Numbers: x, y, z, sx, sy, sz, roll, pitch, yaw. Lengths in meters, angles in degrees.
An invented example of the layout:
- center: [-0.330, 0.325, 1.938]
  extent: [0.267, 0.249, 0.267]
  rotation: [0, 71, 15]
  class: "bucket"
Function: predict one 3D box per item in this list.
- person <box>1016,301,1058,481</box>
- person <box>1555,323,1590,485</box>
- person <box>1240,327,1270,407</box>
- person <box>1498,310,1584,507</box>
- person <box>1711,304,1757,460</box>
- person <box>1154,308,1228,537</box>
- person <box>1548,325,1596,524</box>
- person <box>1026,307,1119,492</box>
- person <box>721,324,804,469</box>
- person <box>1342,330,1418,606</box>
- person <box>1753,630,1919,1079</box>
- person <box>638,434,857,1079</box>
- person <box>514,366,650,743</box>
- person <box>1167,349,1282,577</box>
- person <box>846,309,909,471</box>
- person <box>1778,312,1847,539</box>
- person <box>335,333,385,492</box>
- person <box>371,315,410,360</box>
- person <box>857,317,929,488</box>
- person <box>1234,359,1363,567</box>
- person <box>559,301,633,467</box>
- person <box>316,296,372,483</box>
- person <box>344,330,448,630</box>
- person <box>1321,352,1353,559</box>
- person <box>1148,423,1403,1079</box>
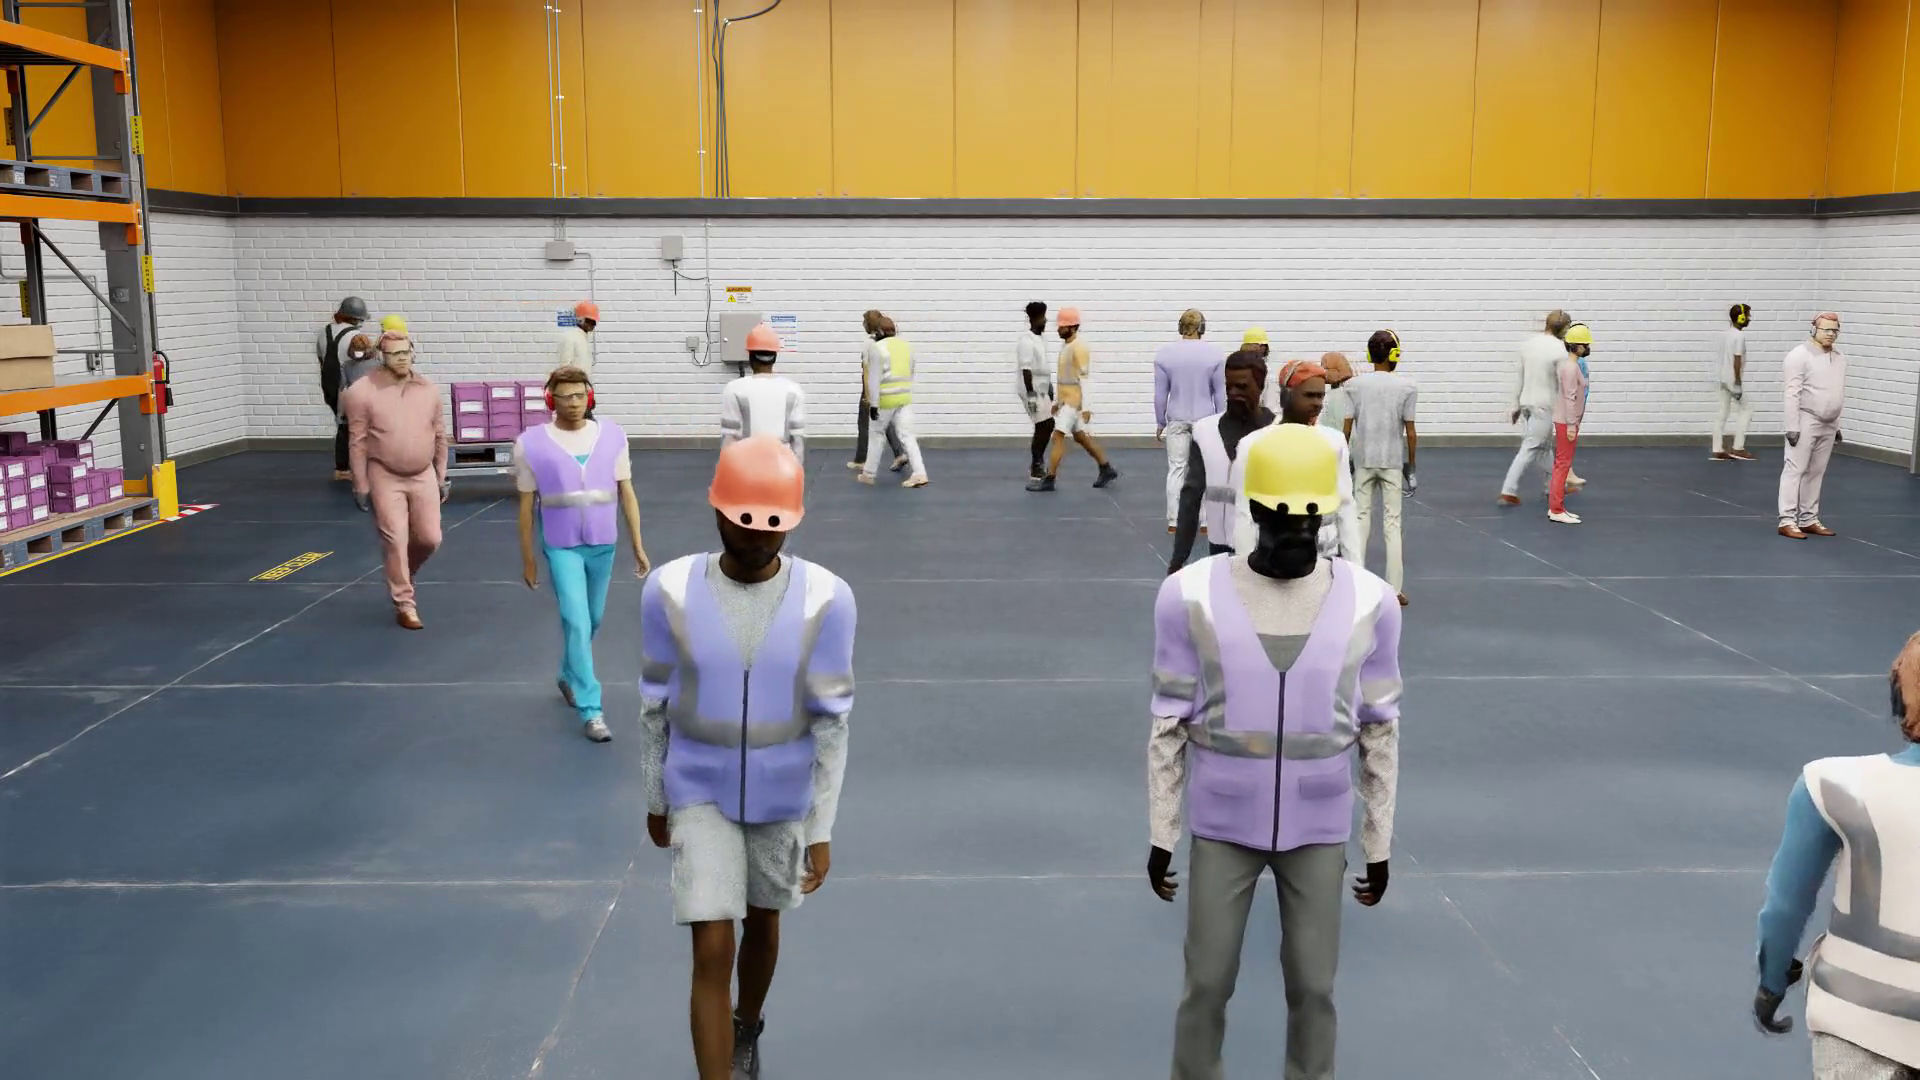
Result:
- center: [0.840, -1.589, 17.772]
  extent: [0.459, 1.936, 0.645]
  rotation: [3, 10, 20]
  class: "person"
- center: [6.473, -1.436, 17.570]
  extent: [0.317, 1.697, 0.535]
  rotation: [1, 9, 7]
  class: "person"
- center: [2.663, -1.057, 15.107]
  extent: [0.294, 1.744, 0.487]
  rotation: [6, 11, 33]
  class: "person"
- center: [5.553, -1.244, 15.856]
  extent: [1.039, 1.882, 0.667]
  rotation: [-3, 10, -17]
  class: "person"
- center: [9.227, -1.856, 19.655]
  extent: [0.619, 1.853, 0.556]
  rotation: [0, 9, -1]
  class: "person"
- center: [1.948, -0.982, 14.063]
  extent: [0.627, 1.934, 0.370]
  rotation: [3, 10, 15]
  class: "person"
- center: [5.483, -1.036, 14.903]
  extent: [0.324, 1.767, 0.533]
  rotation: [3, 10, 18]
  class: "person"
- center: [1.191, -1.433, 16.995]
  extent: [1.012, 1.888, 0.585]
  rotation: [-2, 10, -14]
  class: "person"
- center: [-1.271, -0.448, 10.866]
  extent: [0.551, 1.910, 0.845]
  rotation: [-4, 10, -23]
  class: "person"
- center: [2.799, -0.469, 11.140]
  extent: [0.514, 1.863, 0.327]
  rotation: [4, 10, 22]
  class: "person"
- center: [1.830, 0.958, 3.200]
  extent: [0.523, 1.598, 0.835]
  rotation: [3, 10, 19]
  class: "person"
- center: [-0.537, 0.659, 4.185]
  extent: [0.548, 1.868, 0.948]
  rotation: [-1, 9, -8]
  class: "person"
- center: [-1.906, 0.029, 8.278]
  extent: [0.588, 1.807, 0.947]
  rotation: [-6, 11, -33]
  class: "person"
- center: [1.265, 0.073, 7.717]
  extent: [0.606, 1.897, 0.606]
  rotation: [9, 13, 43]
  class: "person"
- center: [-0.913, -1.667, 18.599]
  extent: [0.783, 1.823, 0.518]
  rotation: [9, 13, 43]
  class: "person"
- center: [7.225, -0.962, 14.039]
  extent: [0.640, 1.904, 0.401]
  rotation: [-4, 10, -25]
  class: "person"
- center: [-6.056, -1.282, 16.833]
  extent: [0.540, 1.618, 0.364]
  rotation: [3, 10, 17]
  class: "person"
- center: [-5.894, -1.428, 17.230]
  extent: [0.585, 1.790, 0.611]
  rotation: [-6, 11, -33]
  class: "person"
- center: [-0.705, -1.429, 17.323]
  extent: [0.669, 1.779, 0.958]
  rotation: [-8, 12, -40]
  class: "person"
- center: [1.503, 0.128, 7.464]
  extent: [0.592, 1.869, 0.524]
  rotation: [-5, 10, -26]
  class: "person"
- center: [-4.038, -1.591, 17.844]
  extent: [1.040, 1.913, 0.669]
  rotation: [0, 9, 1]
  class: "person"
- center: [-6.398, -1.616, 17.618]
  extent: [0.713, 2.000, 0.647]
  rotation: [4, 10, 25]
  class: "person"
- center: [-3.582, -0.396, 10.606]
  extent: [0.649, 1.889, 0.616]
  rotation: [-8, 12, -39]
  class: "person"
- center: [2.879, -0.652, 12.947]
  extent: [0.342, 1.620, 0.510]
  rotation: [2, 9, 11]
  class: "person"
- center: [0.751, 0.672, 3.986]
  extent: [0.596, 1.916, 0.398]
  rotation: [1, 9, 5]
  class: "person"
